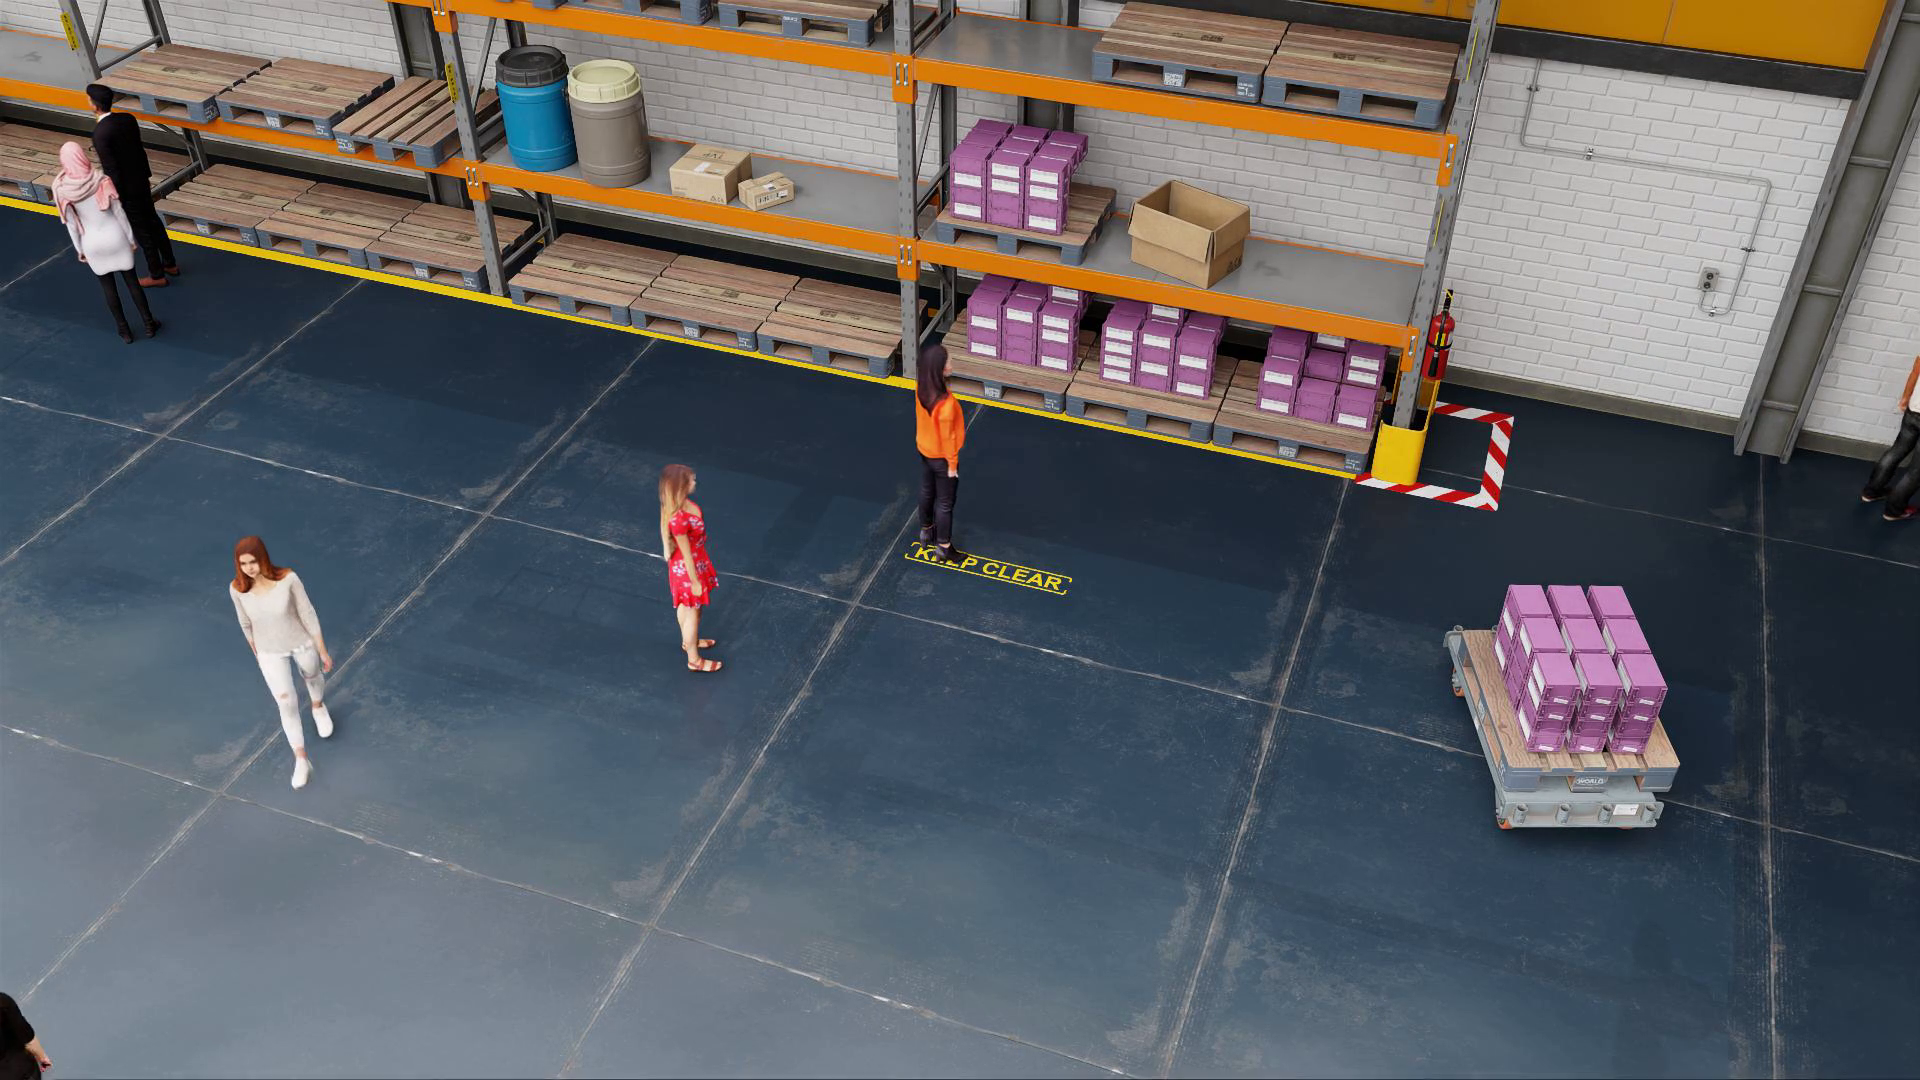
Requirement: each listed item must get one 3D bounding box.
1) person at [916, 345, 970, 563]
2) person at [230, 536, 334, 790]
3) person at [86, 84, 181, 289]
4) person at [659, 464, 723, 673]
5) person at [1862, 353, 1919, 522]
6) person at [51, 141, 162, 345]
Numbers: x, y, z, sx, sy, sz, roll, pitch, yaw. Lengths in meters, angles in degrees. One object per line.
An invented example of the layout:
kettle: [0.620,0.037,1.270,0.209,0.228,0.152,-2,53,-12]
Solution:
person: [-0.158,-0.608,11.610,0.760,1.749,0.699,-16,41,-19]
person: [-4.106,0.592,10.163,1.055,1.680,1.063,-13,40,-16]
person: [-7.304,-3.127,14.656,0.629,1.884,0.739,5,39,6]
person: [-1.773,0.170,10.759,0.702,1.594,0.665,-9,40,-11]
person: [6.920,-0.886,11.918,0.802,1.799,0.763,-12,40,-15]
person: [-7.159,-2.490,13.923,0.738,1.803,0.797,-17,42,-20]
